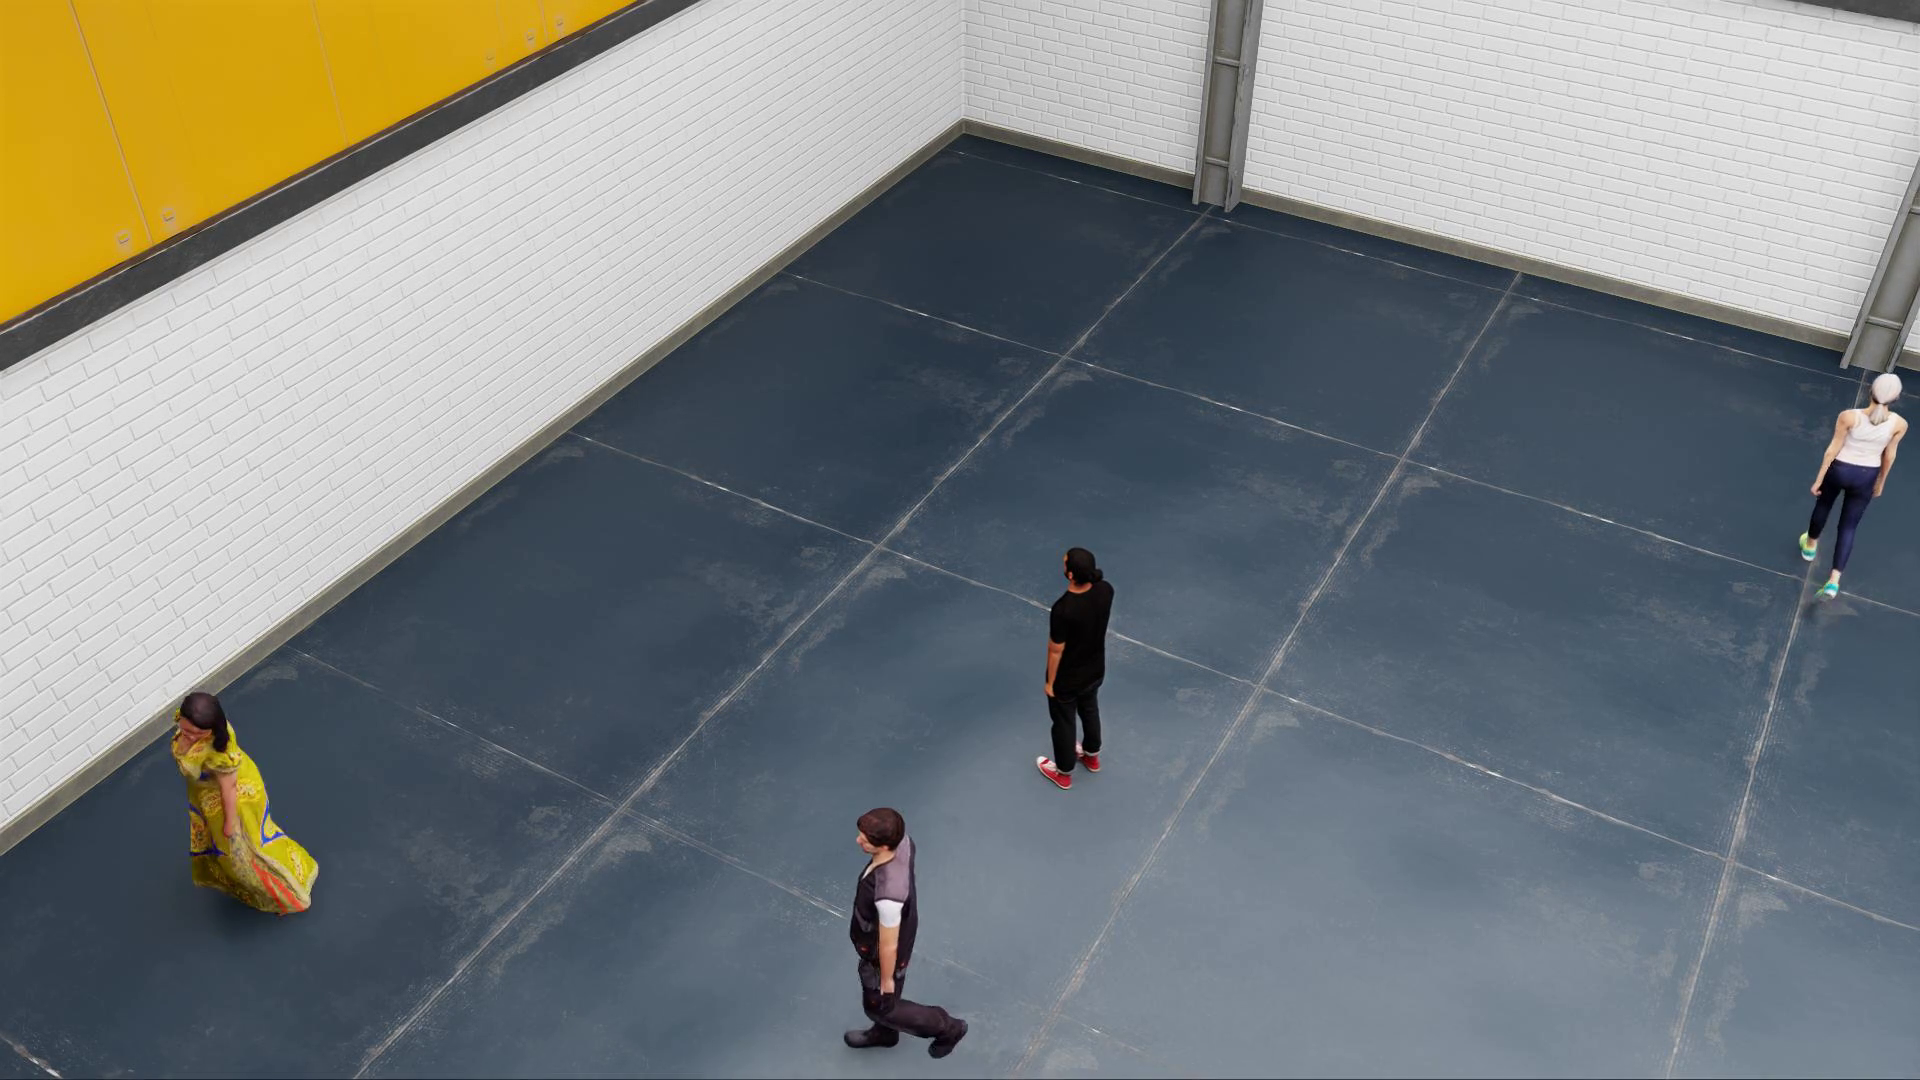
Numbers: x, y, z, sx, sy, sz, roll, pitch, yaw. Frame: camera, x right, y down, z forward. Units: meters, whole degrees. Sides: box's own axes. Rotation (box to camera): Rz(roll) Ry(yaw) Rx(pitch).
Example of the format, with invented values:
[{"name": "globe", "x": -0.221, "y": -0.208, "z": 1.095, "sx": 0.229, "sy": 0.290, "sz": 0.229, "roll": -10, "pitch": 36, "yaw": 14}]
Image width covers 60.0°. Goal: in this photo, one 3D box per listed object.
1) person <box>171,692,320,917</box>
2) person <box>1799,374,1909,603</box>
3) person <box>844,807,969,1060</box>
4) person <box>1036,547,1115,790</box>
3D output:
[{"name": "person", "x": -4.096, "y": 1.400, "z": 9.266, "sx": 1.076, "sy": 1.635, "sz": 0.988, "roll": -14, "pitch": 41, "yaw": -17}, {"name": "person", "x": 6.116, "y": -0.346, "z": 11.424, "sx": 1.140, "sy": 1.672, "sz": 0.831, "roll": 12, "pitch": 40, "yaw": 15}, {"name": "person", "x": -0.272, "y": 2.001, "z": 8.356, "sx": 1.015, "sy": 1.833, "sz": 0.888, "roll": 0, "pitch": 39, "yaw": 0}, {"name": "person", "x": 0.700, "y": 0.768, "z": 9.961, "sx": 0.672, "sy": 1.756, "sz": 0.635, "roll": -32, "pitch": 48, "yaw": -33}]
